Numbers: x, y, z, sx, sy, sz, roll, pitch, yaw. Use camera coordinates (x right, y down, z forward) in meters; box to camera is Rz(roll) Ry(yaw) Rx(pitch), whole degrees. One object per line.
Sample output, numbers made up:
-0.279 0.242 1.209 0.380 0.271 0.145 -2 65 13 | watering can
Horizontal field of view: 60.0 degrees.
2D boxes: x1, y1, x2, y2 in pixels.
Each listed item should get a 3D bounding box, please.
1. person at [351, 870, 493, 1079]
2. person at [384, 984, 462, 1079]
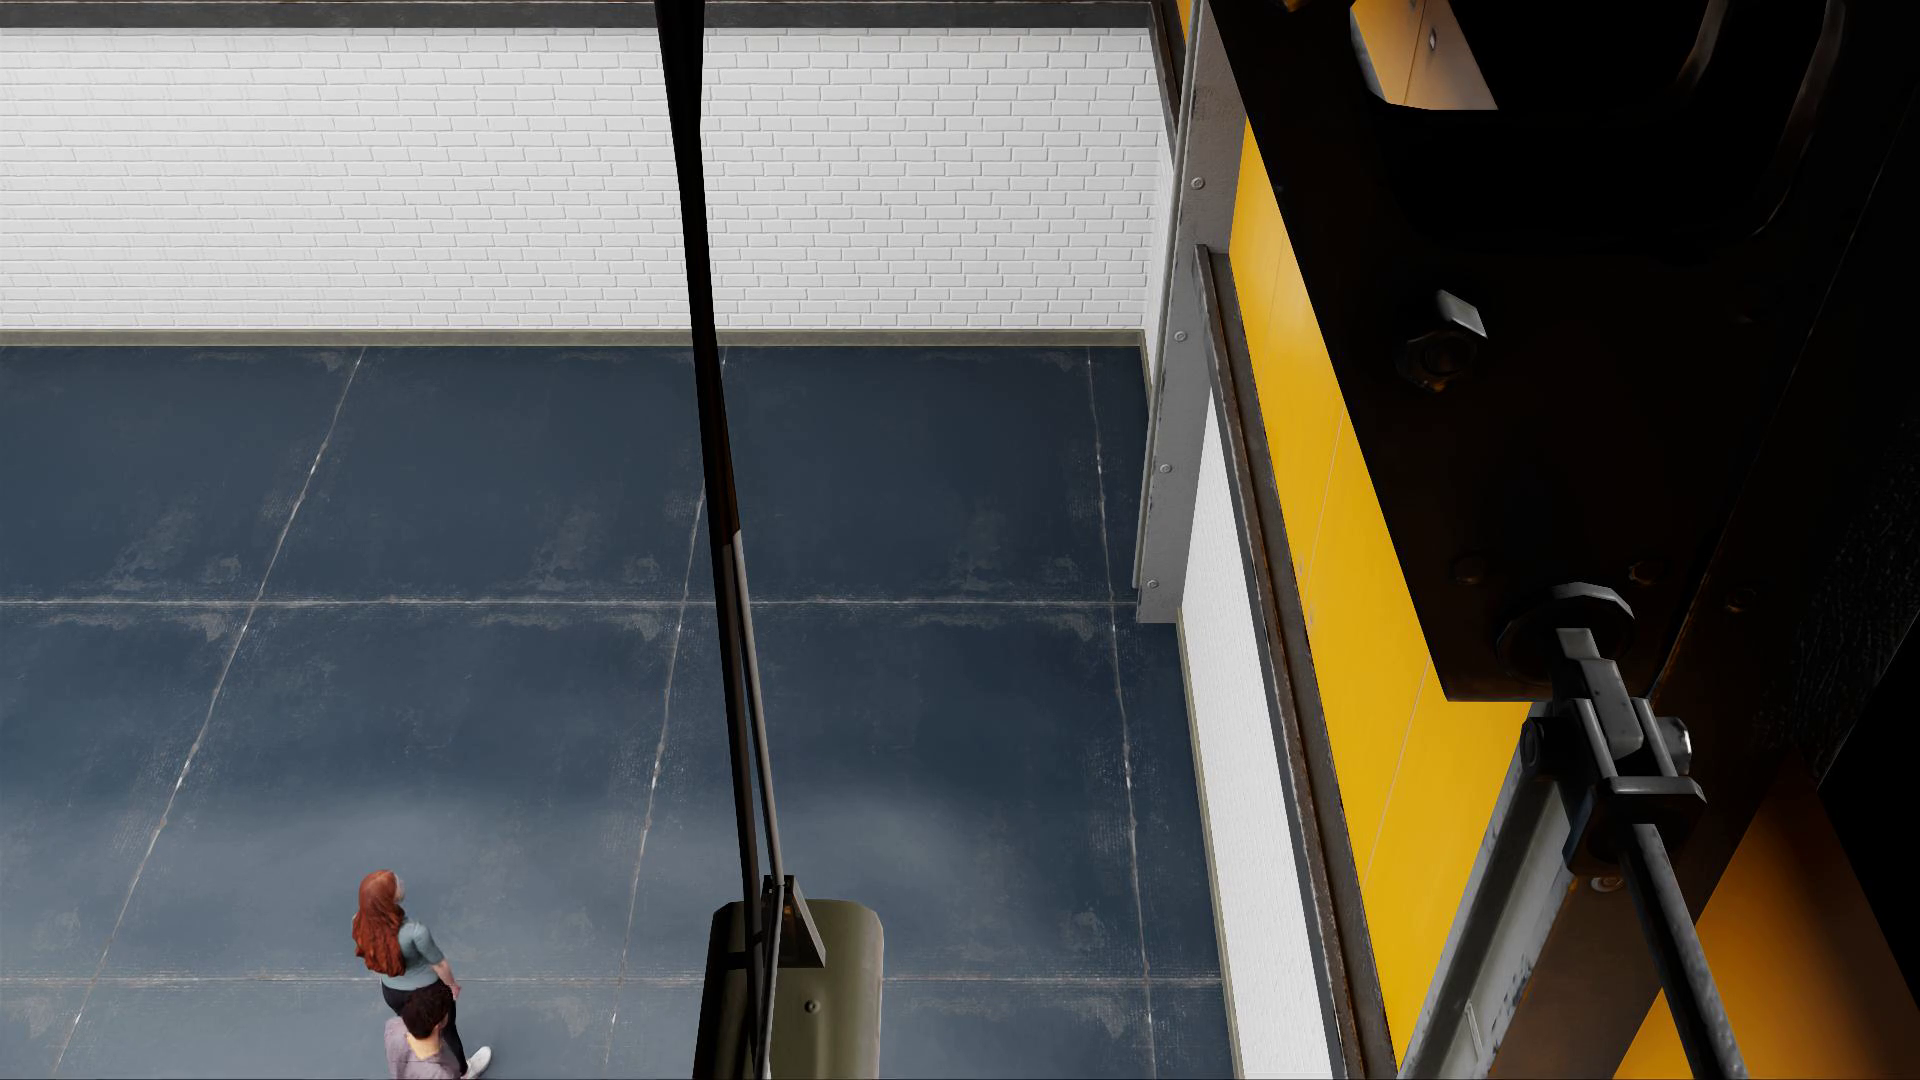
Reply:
-2.773 2.265 8.473 0.621 1.742 0.592 8 44 9 | person
-2.557 2.788 7.878 1.117 1.805 1.103 -30 51 -28 | person
